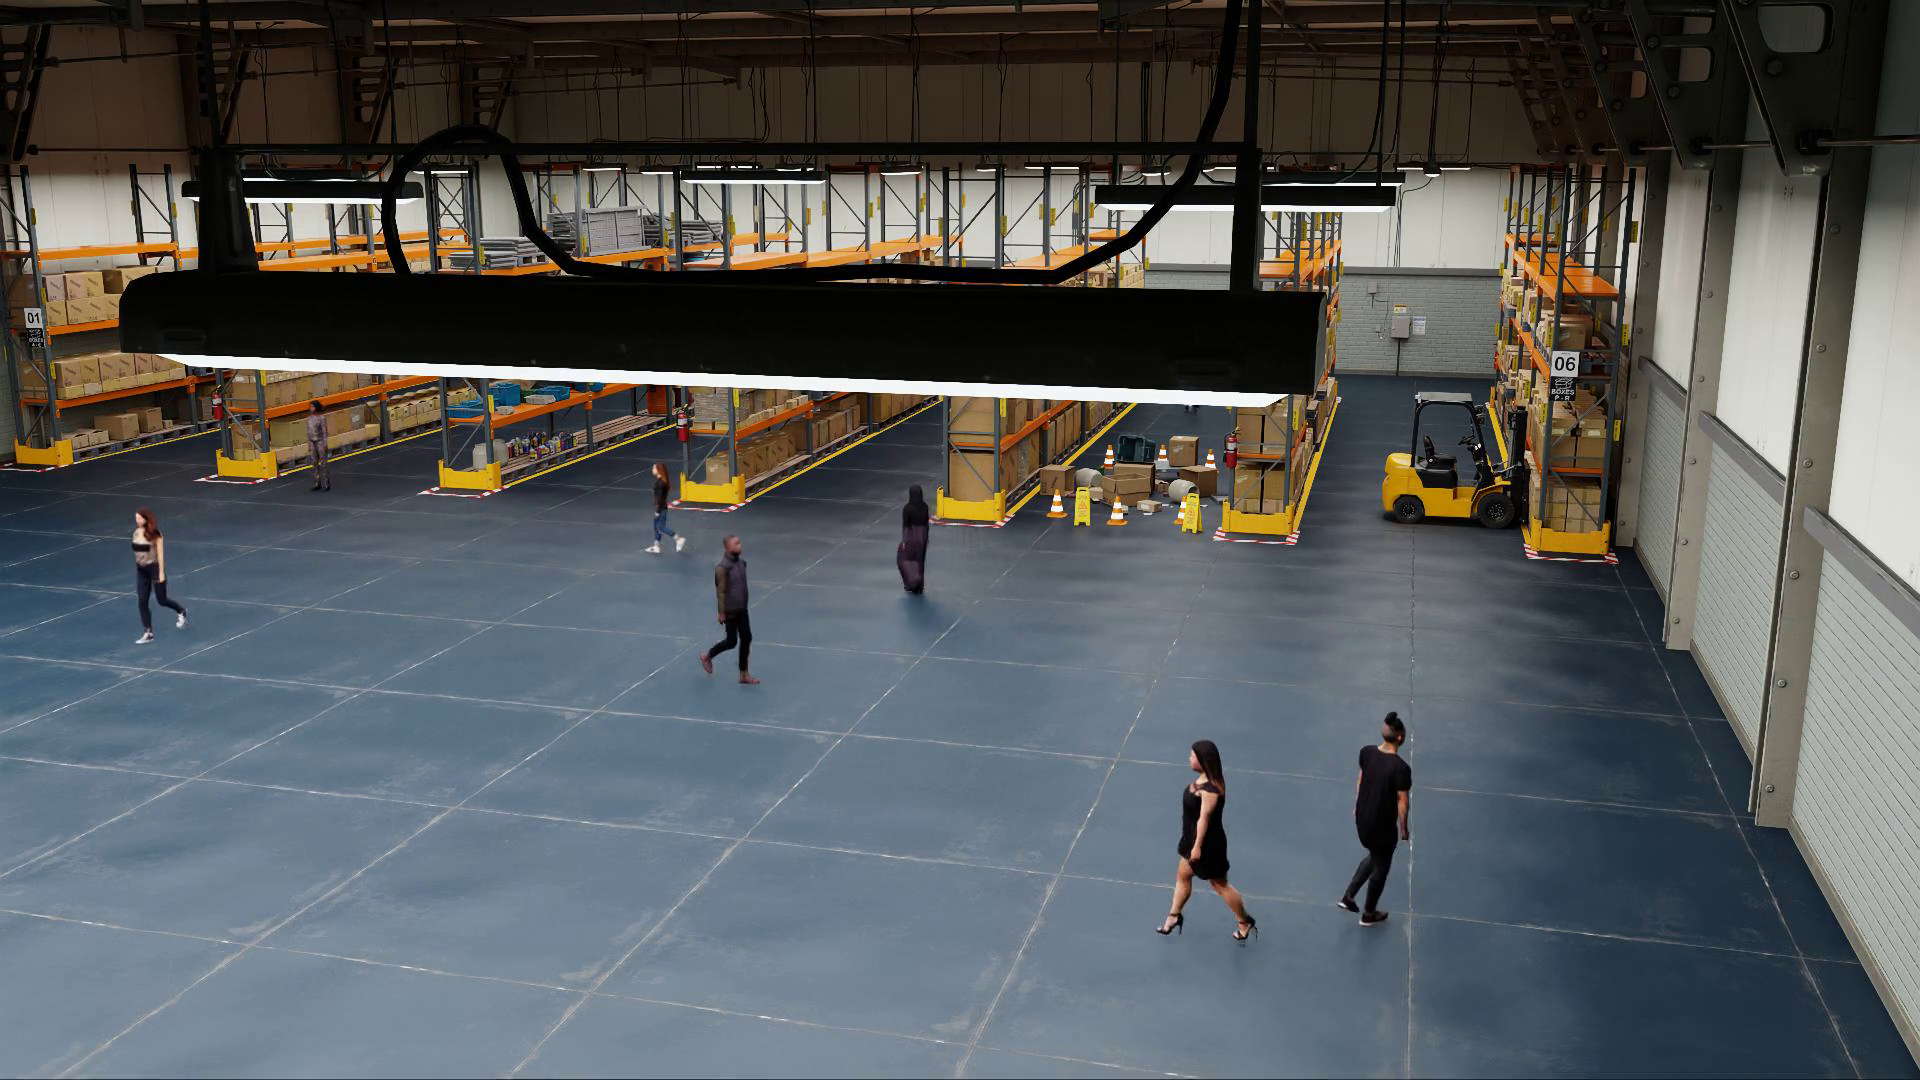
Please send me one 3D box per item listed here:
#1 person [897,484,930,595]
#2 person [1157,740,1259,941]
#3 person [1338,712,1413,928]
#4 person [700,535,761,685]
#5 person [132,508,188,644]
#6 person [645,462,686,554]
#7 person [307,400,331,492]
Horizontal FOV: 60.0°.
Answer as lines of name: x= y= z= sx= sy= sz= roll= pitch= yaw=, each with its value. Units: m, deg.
person: x=-0.626 y=-0.001 z=23.882 sx=0.818 sy=1.607 sz=0.876 roll=-8 pitch=15 yaw=-31
person: x=2.042 y=2.437 z=13.199 sx=0.809 sy=1.678 sz=1.008 roll=2 pitch=13 yaw=8
person: x=3.338 y=2.282 z=13.482 sx=0.907 sy=1.852 sz=0.843 roll=-8 pitch=15 yaw=-31
person: x=-2.756 y=0.830 z=19.828 sx=0.900 sy=1.817 sz=1.031 roll=6 pitch=15 yaw=26
person: x=-10.474 y=0.439 z=21.681 sx=0.611 sy=1.744 sz=1.066 roll=4 pitch=14 yaw=16
person: x=-4.683 y=-0.503 z=26.354 sx=0.854 sy=1.469 sz=0.887 roll=-3 pitch=13 yaw=-11
person: x=-12.080 y=-1.782 z=31.337 sx=0.594 sy=1.713 sz=0.589 roll=5 pitch=14 yaw=21
